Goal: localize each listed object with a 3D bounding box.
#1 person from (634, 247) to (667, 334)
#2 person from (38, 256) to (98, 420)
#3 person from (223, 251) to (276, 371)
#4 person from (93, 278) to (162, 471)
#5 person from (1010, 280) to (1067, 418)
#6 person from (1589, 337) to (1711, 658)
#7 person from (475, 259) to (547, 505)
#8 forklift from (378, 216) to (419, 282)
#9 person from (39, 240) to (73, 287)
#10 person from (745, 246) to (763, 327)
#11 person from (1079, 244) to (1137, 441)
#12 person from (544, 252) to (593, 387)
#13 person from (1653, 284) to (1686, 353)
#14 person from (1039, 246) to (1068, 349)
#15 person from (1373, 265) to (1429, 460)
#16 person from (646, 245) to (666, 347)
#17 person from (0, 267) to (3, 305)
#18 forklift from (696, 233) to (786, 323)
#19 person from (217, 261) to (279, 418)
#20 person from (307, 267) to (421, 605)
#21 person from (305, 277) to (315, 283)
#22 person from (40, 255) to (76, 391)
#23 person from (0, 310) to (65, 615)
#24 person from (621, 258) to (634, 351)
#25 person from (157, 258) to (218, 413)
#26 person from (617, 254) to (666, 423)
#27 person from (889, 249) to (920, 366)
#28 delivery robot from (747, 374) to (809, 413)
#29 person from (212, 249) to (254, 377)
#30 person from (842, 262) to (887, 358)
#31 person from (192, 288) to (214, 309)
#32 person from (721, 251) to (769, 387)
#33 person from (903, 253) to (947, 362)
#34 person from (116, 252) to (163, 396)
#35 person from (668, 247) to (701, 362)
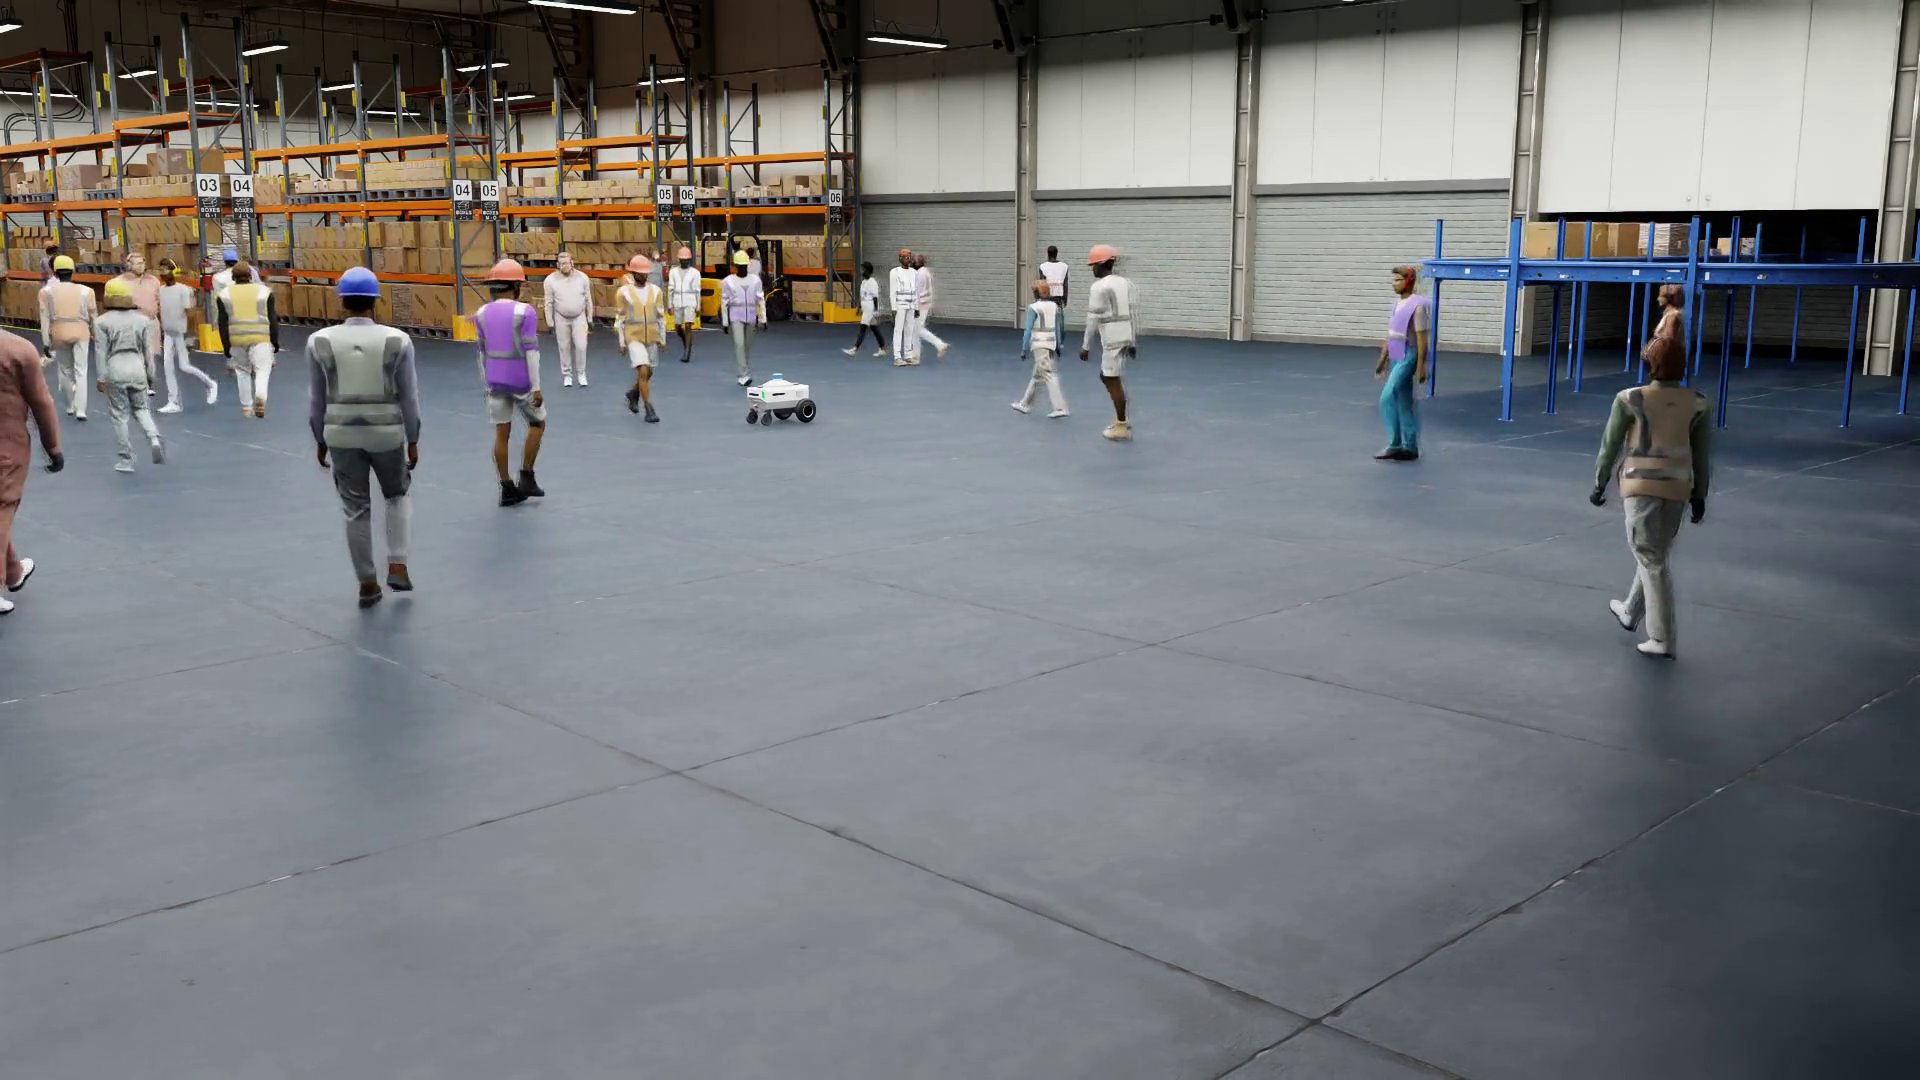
[{"bbox_3d":[-6.528,-5.167,34.683,0.674,1.869,0.586,-3,11,-17],"label":"person"},{"bbox_3d":[-10.314,-2.350,19.310,0.607,1.871,1.008,-5,12,-26],"label":"person"},{"bbox_3d":[-11.139,-3.565,25.925,0.844,1.876,0.696,-9,13,-39],"label":"person"},{"bbox_3d":[-7.476,-1.476,14.942,0.462,1.731,0.489,9,14,40],"label":"person"},{"bbox_3d":[0.925,-2.229,19.382,0.883,1.589,0.536,8,13,39],"label":"person"},{"bbox_3d":[3.526,-0.239,8.549,0.515,1.594,0.836,-1,10,-8],"label":"person"},{"bbox_3d":[-3.524,-1.256,13.197,0.580,1.919,0.529,3,11,17],"label":"person"},{"bbox_3d":[-17.868,-9.201,54.028,1.873,2.768,1.129,-10,14,-44],"label":"forklift"},{"bbox_3d":[-18.529,-5.143,34.186,0.644,1.995,0.745,-2,10,-8],"label":"person"},{"bbox_3d":[-4.699,-5.691,37.555,0.538,1.860,0.507,-8,13,-36],"label":"person"},{"bbox_3d":[1.552,-2.046,17.268,0.561,2.009,0.611,7,12,32],"label":"person"},{"bbox_3d":[-5.452,-3.064,23.197,0.660,1.868,0.764,-3,11,-16],"label":"person"},{"bbox_3d":[7.165,-1.754,16.702,0.495,1.629,0.526,4,11,19],"label":"person"},{"bbox_3d":[1.749,-4.532,31.083,0.597,1.914,0.372,-4,11,-22],"label":"person"},{"bbox_3d":[4.099,-1.666,15.682,0.623,1.824,0.583,0,10,-2],"label":"person"},{"bbox_3d":[-5.829,-4.640,31.639,0.425,1.927,0.654,5,12,26],"label":"person"},{"bbox_3d":[-18.900,-4.783,32.227,0.914,2.000,0.684,6,12,28],"label":"person"},{"bbox_3d":[-5.496,-6.489,41.108,2.313,2.155,1.214,-10,14,-44],"label":"forklift"},{"bbox_3d":[-8.197,-2.296,19.168,0.626,1.817,0.770,-3,11,-17],"label":"person"},{"bbox_3d":[-3.422,-0.596,9.590,0.608,1.932,0.450,-3,11,-15],"label":"person"},{"bbox_3d":[-19.158,-7.798,49.181,0.679,1.811,0.601,-6,12,-31],"label":"person"},{"bbox_3d":[-12.391,-2.956,22.688,0.623,1.855,0.518,-5,12,-26],"label":"person"},{"bbox_3d":[-5.488,-0.543,9.489,0.662,1.849,1.006,-1,10,-6],"label":"person"},{"bbox_3d":[-6.005,-4.356,30.721,0.540,1.696,0.316,-10,14,-44],"label":"person"},{"bbox_3d":[-9.423,-2.486,20.131,0.517,1.848,0.713,5,11,24],"label":"person"},{"bbox_3d":[-3.703,-2.342,19.209,0.558,1.903,0.901,-6,12,-30],"label":"person"},{"bbox_3d":[-0.895,-3.795,27.151,0.583,1.882,0.350,-10,14,-44],"label":"person"},{"bbox_3d":[-2.072,-1.650,18.940,0.707,0.478,0.477,-10,14,-44],"label":"delivery robot"},{"bbox_3d":[-10.808,-3.389,24.865,0.619,1.917,0.872,-7,13,-35],"label":"person"},{"bbox_3d":[-1.637,-3.954,28.641,0.890,1.644,0.545,-4,11,-19],"label":"person"},{"bbox_3d":[-17.213,-5.722,37.910,0.590,1.783,0.925,-8,13,-37],"label":"person"},{"bbox_3d":[-2.994,-3.081,23.271,0.592,1.883,0.958,-6,12,-28],"label":"person"},{"bbox_3d":[-0.598,-3.894,27.881,0.689,1.821,0.627,1,10,4],"label":"person"},{"bbox_3d":[-10.948,-2.892,22.213,0.785,1.885,0.662,9,14,41],"label":"person"},{"bbox_3d":[-4.634,-3.986,28.089,0.560,1.922,0.717,1,10,8],"label":"person"}]
